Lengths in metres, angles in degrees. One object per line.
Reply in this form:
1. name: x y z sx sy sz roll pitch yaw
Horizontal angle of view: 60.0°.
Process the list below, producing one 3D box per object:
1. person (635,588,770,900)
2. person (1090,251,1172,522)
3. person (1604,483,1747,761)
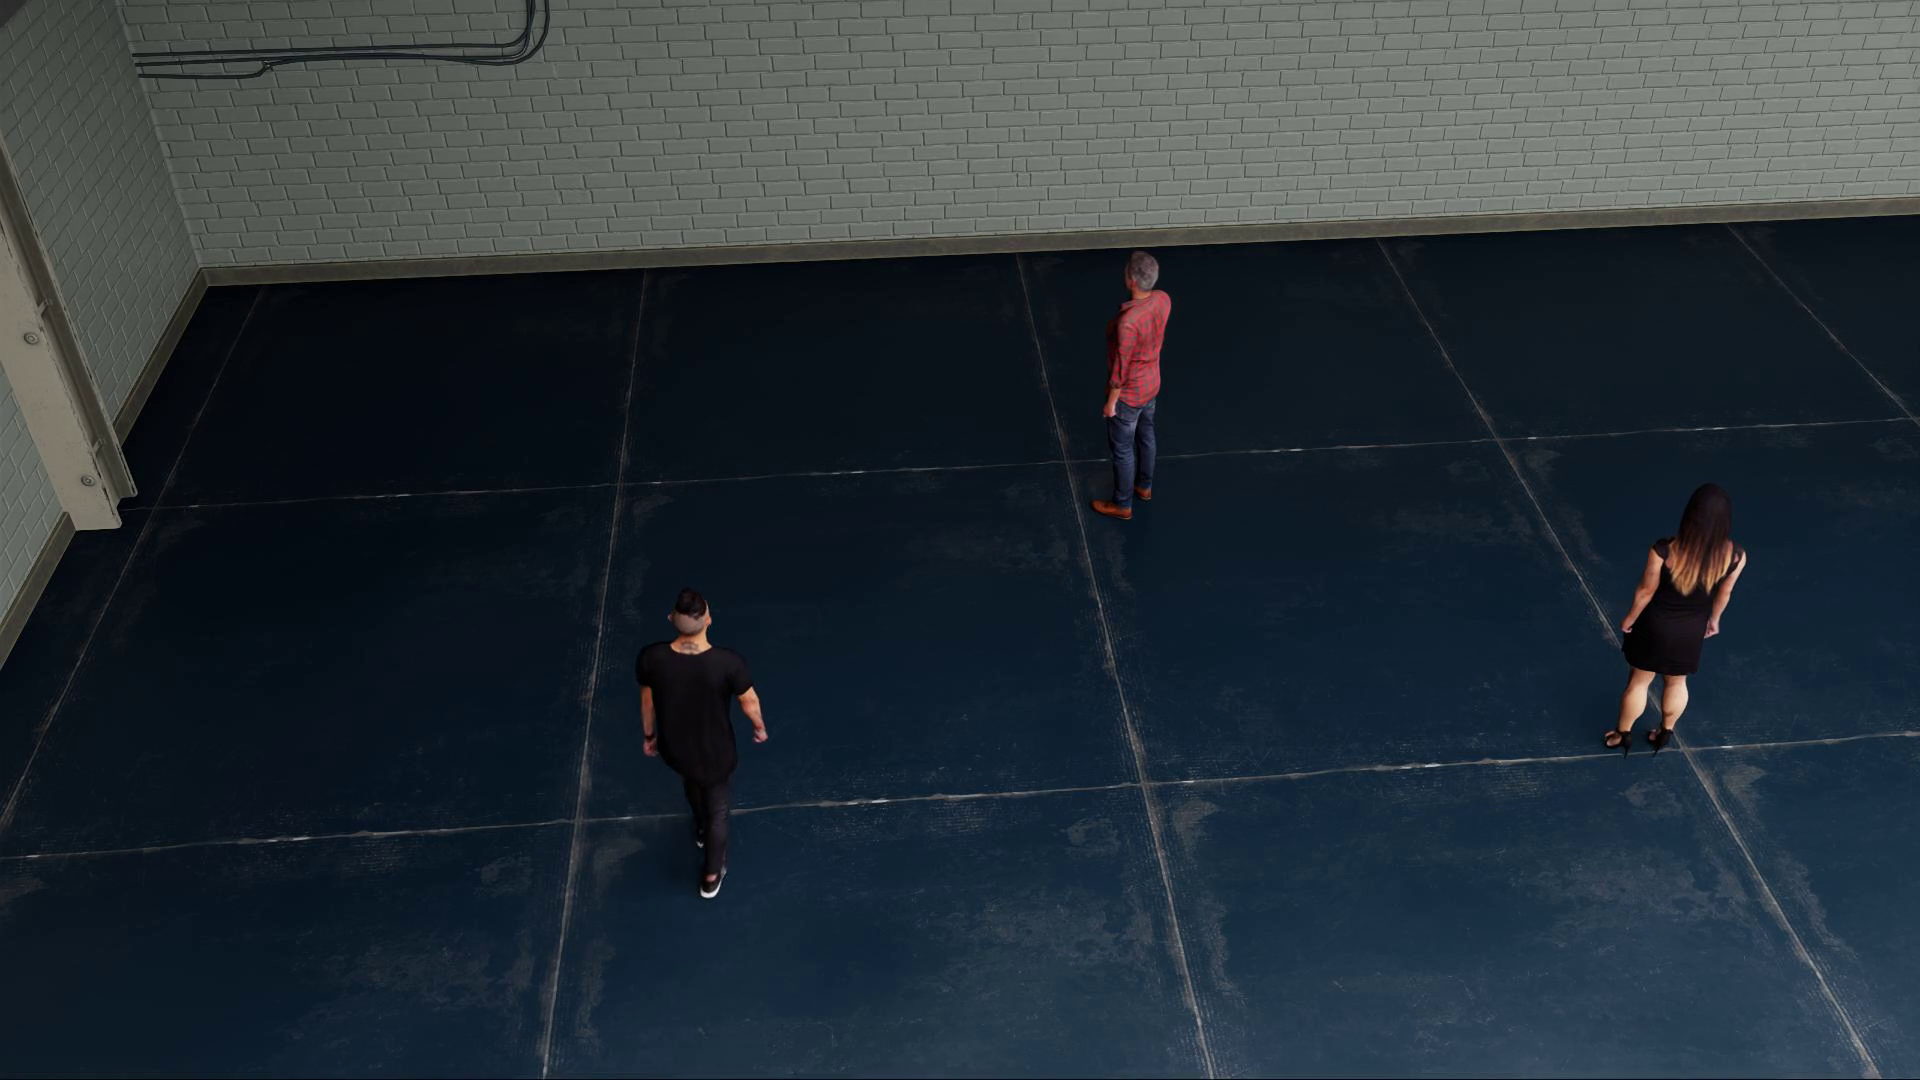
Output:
1. person: -1.243 0.989 7.813 0.802 1.853 0.884 4 38 4
2. person: 1.082 -0.960 10.323 0.808 1.831 0.732 25 44 28
3. person: 3.683 0.451 8.612 0.676 1.716 0.625 0 38 1
